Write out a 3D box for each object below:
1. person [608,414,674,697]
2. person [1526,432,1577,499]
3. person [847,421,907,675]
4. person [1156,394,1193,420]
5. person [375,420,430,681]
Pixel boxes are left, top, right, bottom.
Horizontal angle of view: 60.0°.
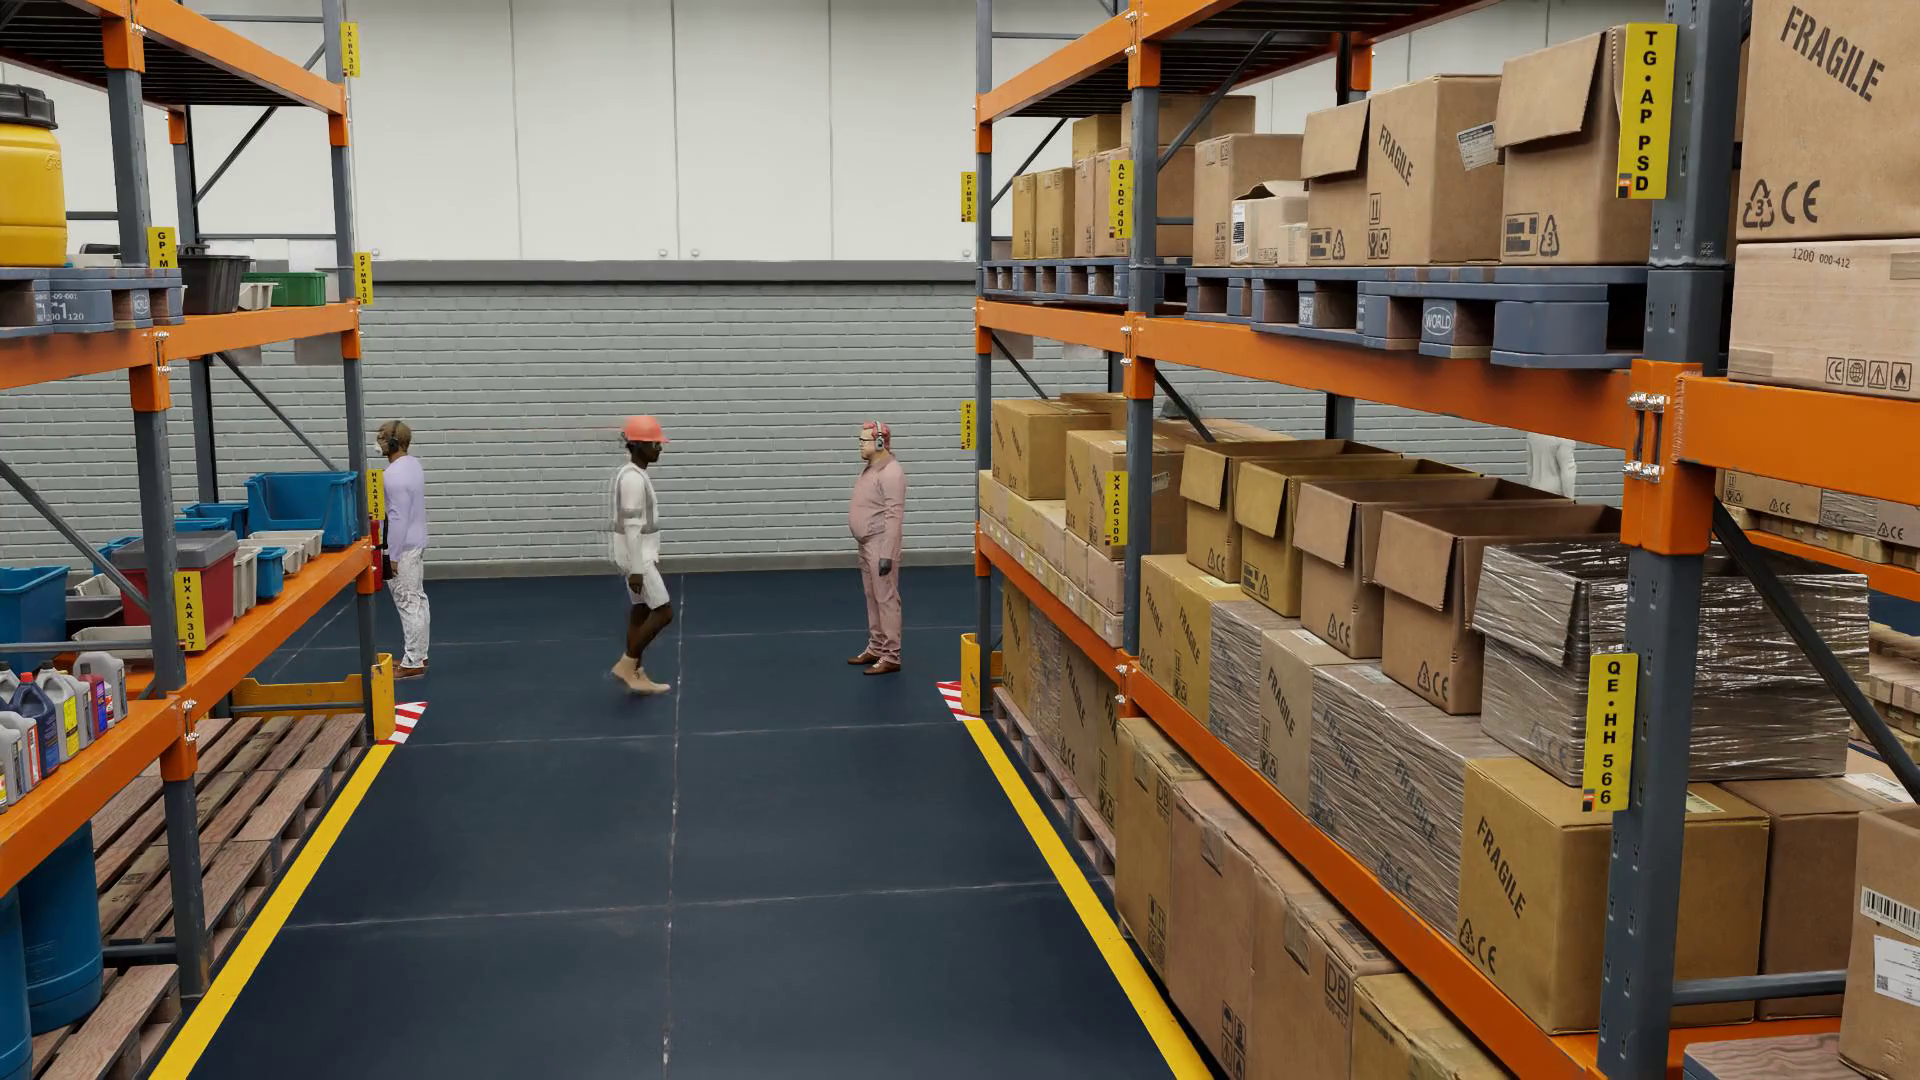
[{"bbox_3d":[-2.224,0.130,11.731,0.423,2.028,0.643,-2,9,-10],"label":"person"},{"bbox_3d":[5.460,-0.410,15.341,0.372,1.940,0.632,-3,10,-15],"label":"person"},{"bbox_3d":[-0.637,0.055,12.567,0.410,1.909,0.642,-4,10,-21],"label":"person"},{"bbox_3d":[1.905,-0.319,14.463,1.038,2.000,0.697,0,9,0],"label":"person"},{"bbox_3d":[-4.144,0.075,12.350,0.373,1.940,0.629,-1,9,-7],"label":"person"}]
